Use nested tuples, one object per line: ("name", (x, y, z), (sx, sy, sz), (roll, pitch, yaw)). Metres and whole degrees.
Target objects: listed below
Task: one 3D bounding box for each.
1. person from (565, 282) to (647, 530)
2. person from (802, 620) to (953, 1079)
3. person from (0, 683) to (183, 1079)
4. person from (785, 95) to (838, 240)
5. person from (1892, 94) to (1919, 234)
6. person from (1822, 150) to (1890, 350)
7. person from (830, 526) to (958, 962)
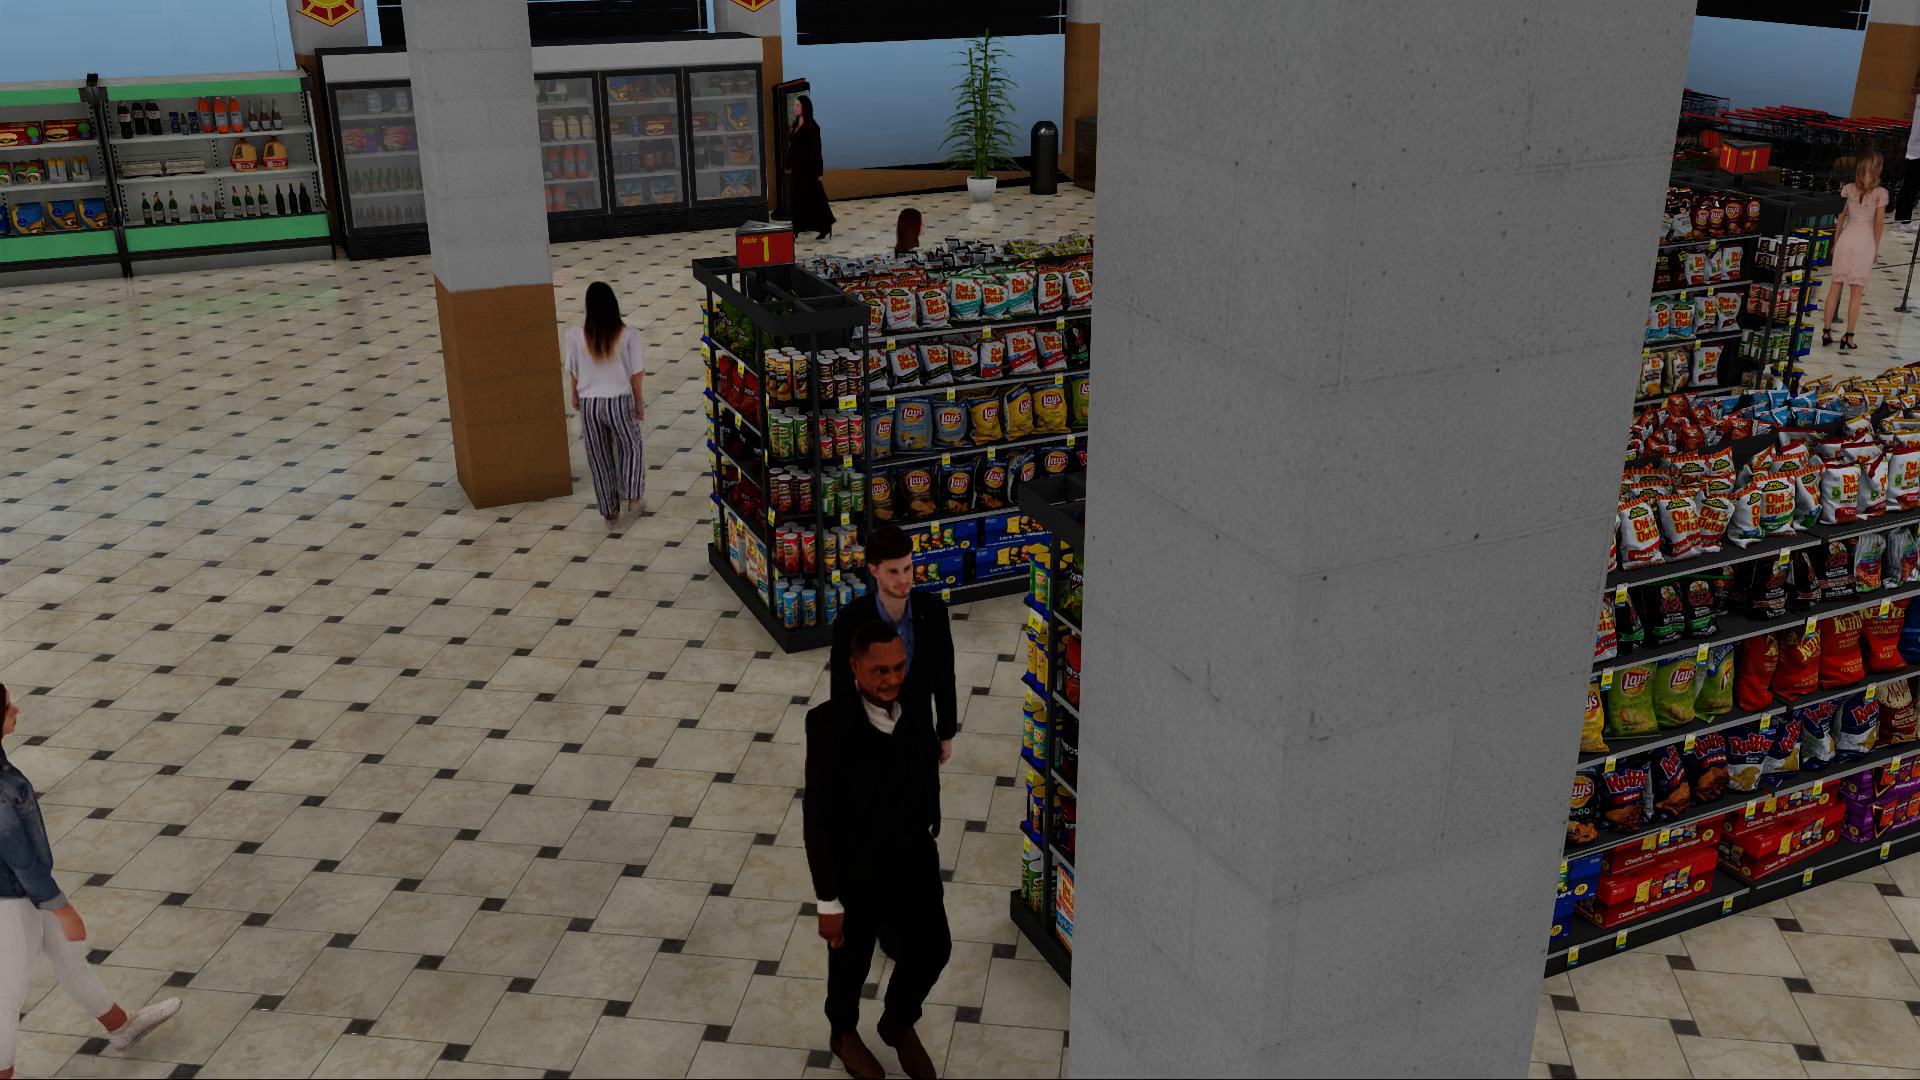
("person", (-2.383, -0.879, 11.187), (0.832, 1.659, 0.875), (-2, 22, -6))
("person", (-0.355, 1.097, 5.973), (0.723, 1.879, 0.896), (-14, 26, -31))
("person", (-3.399, 1.281, 5.779), (0.960, 1.682, 0.731), (-14, 26, -31))
("person", (-1.734, -4.428, 19.931), (1.010, 1.725, 0.667), (-10, 24, -23))
("person", (11.878, -4.797, 20.574), (0.797, 1.931, 0.778), (3, 22, 8))
("person", (8.317, -2.687, 15.474), (0.589, 1.816, 0.620), (-18, 28, -38))
("person", (-0.313, 0.780, 6.774), (0.806, 1.871, 0.780), (-8, 23, -19))
